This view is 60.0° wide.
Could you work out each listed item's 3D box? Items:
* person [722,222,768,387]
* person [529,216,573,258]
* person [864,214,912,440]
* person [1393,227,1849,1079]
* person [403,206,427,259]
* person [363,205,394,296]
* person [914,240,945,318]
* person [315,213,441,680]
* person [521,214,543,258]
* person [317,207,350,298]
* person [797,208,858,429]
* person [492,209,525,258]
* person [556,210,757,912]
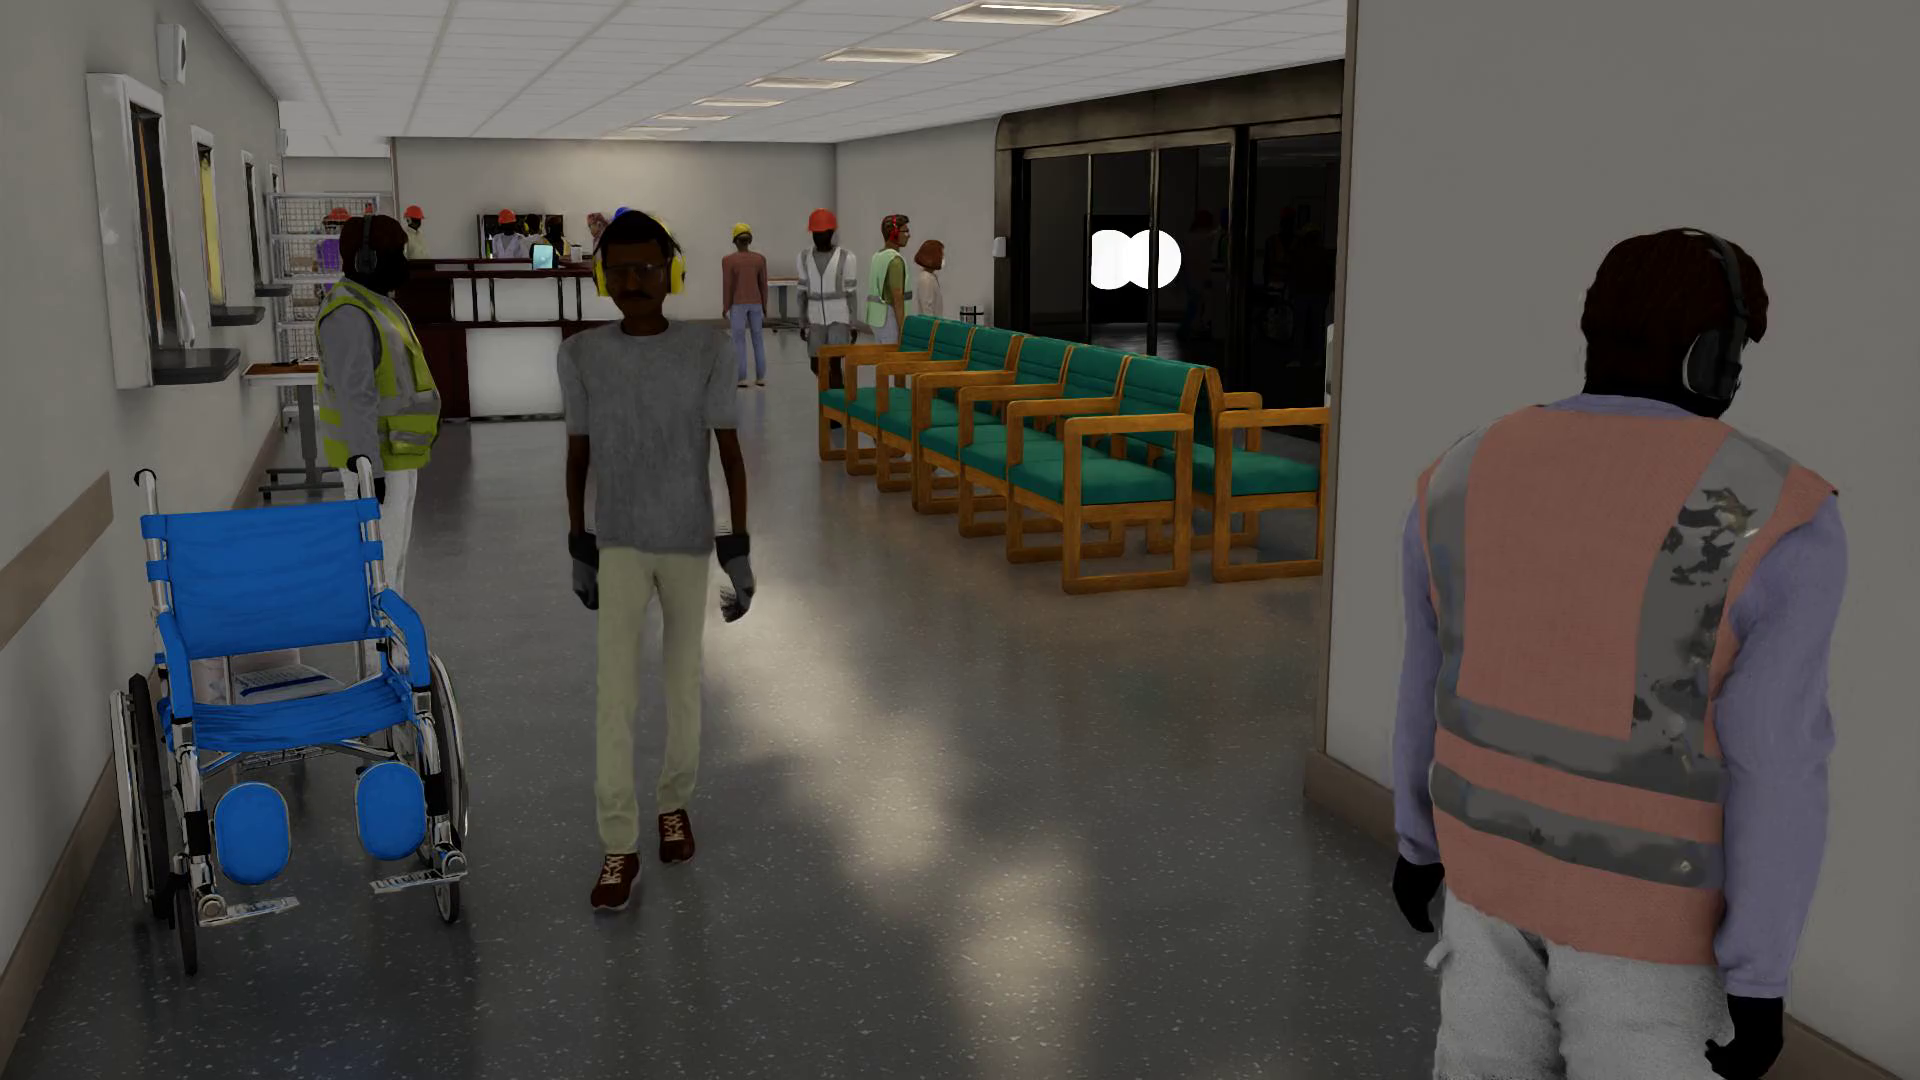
[{"bbox_3d":[-2.328,-2.533,17.960,0.533,1.765,0.331,-7,13,-32],"label":"person"},{"bbox_3d":[-5.003,-3.084,20.614,0.430,1.838,0.625,9,14,40],"label":"person"},{"bbox_3d":[-0.571,-1.707,13.506,0.396,1.847,0.564,-4,12,-18],"label":"person"},{"bbox_3d":[0.879,0.489,2.335,0.432,1.821,0.659,-8,14,-36],"label":"person"},{"bbox_3d":[-7.930,-3.862,24.226,0.418,1.982,0.622,3,11,14],"label":"person"},{"bbox_3d":[-8.182,-3.678,23.269,0.609,1.986,0.410,2,11,9],"label":"person"},{"bbox_3d":[-0.260,-1.739,14.220,0.268,1.630,0.507,0,11,-1],"label":"person"},{"bbox_3d":[-2.186,-0.303,6.319,0.429,1.840,0.637,-2,11,-10],"label":"person"},{"bbox_3d":[-5.763,-3.498,22.650,0.331,1.865,0.519,9,14,37],"label":"person"},{"bbox_3d":[-7.367,-2.989,19.849,0.551,1.934,0.373,4,12,21],"label":"person"},{"bbox_3d":[-1.124,-1.928,14.489,0.557,1.910,0.697,3,12,17],"label":"person"},{"bbox_3d":[-6.270,-3.635,23.196,0.550,1.928,0.389,3,11,14],"label":"person"},{"bbox_3d":[-0.813,0.054,4.492,0.516,1.842,0.804,-2,11,-9],"label":"person"}]
